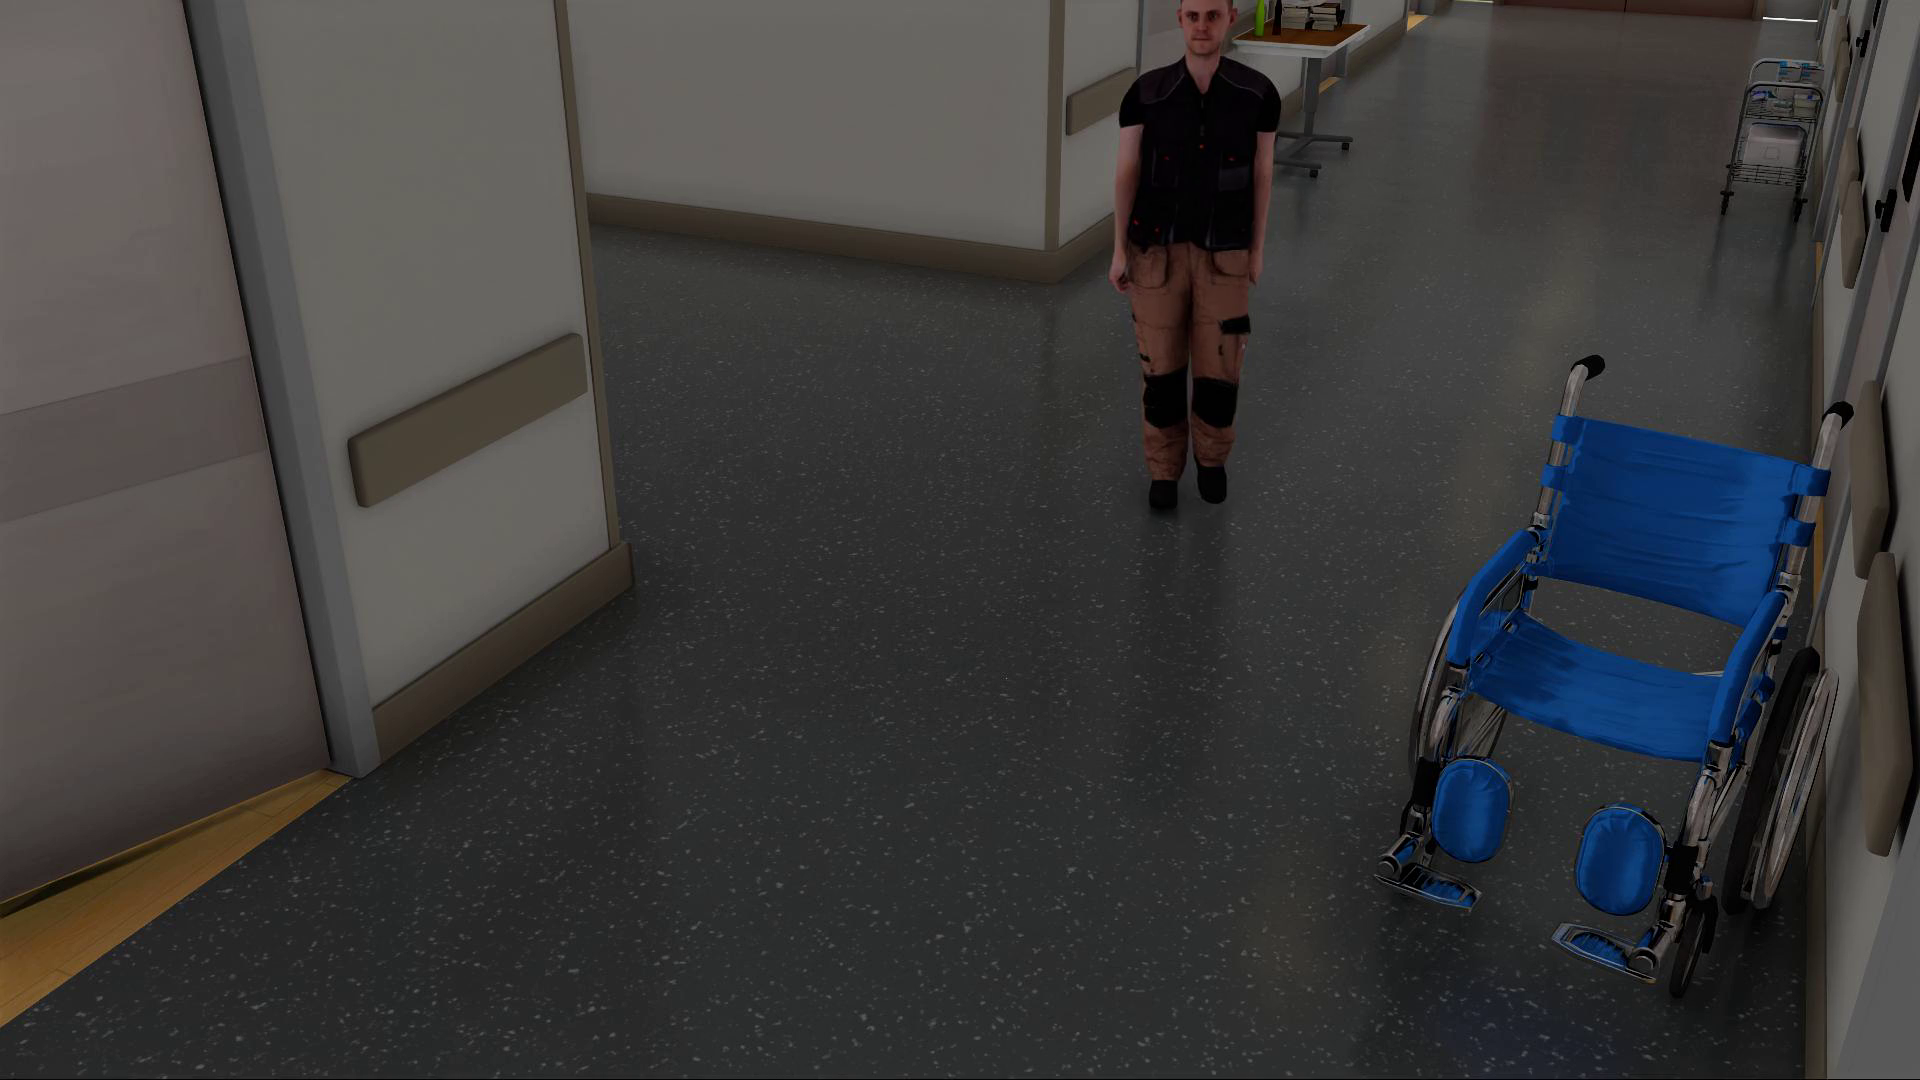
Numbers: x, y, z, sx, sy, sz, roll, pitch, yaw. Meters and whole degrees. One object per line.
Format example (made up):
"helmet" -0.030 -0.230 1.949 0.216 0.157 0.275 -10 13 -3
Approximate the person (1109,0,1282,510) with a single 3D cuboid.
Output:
"person" 0.789 -1.000 5.669 0.746 1.828 0.728 4 26 9
